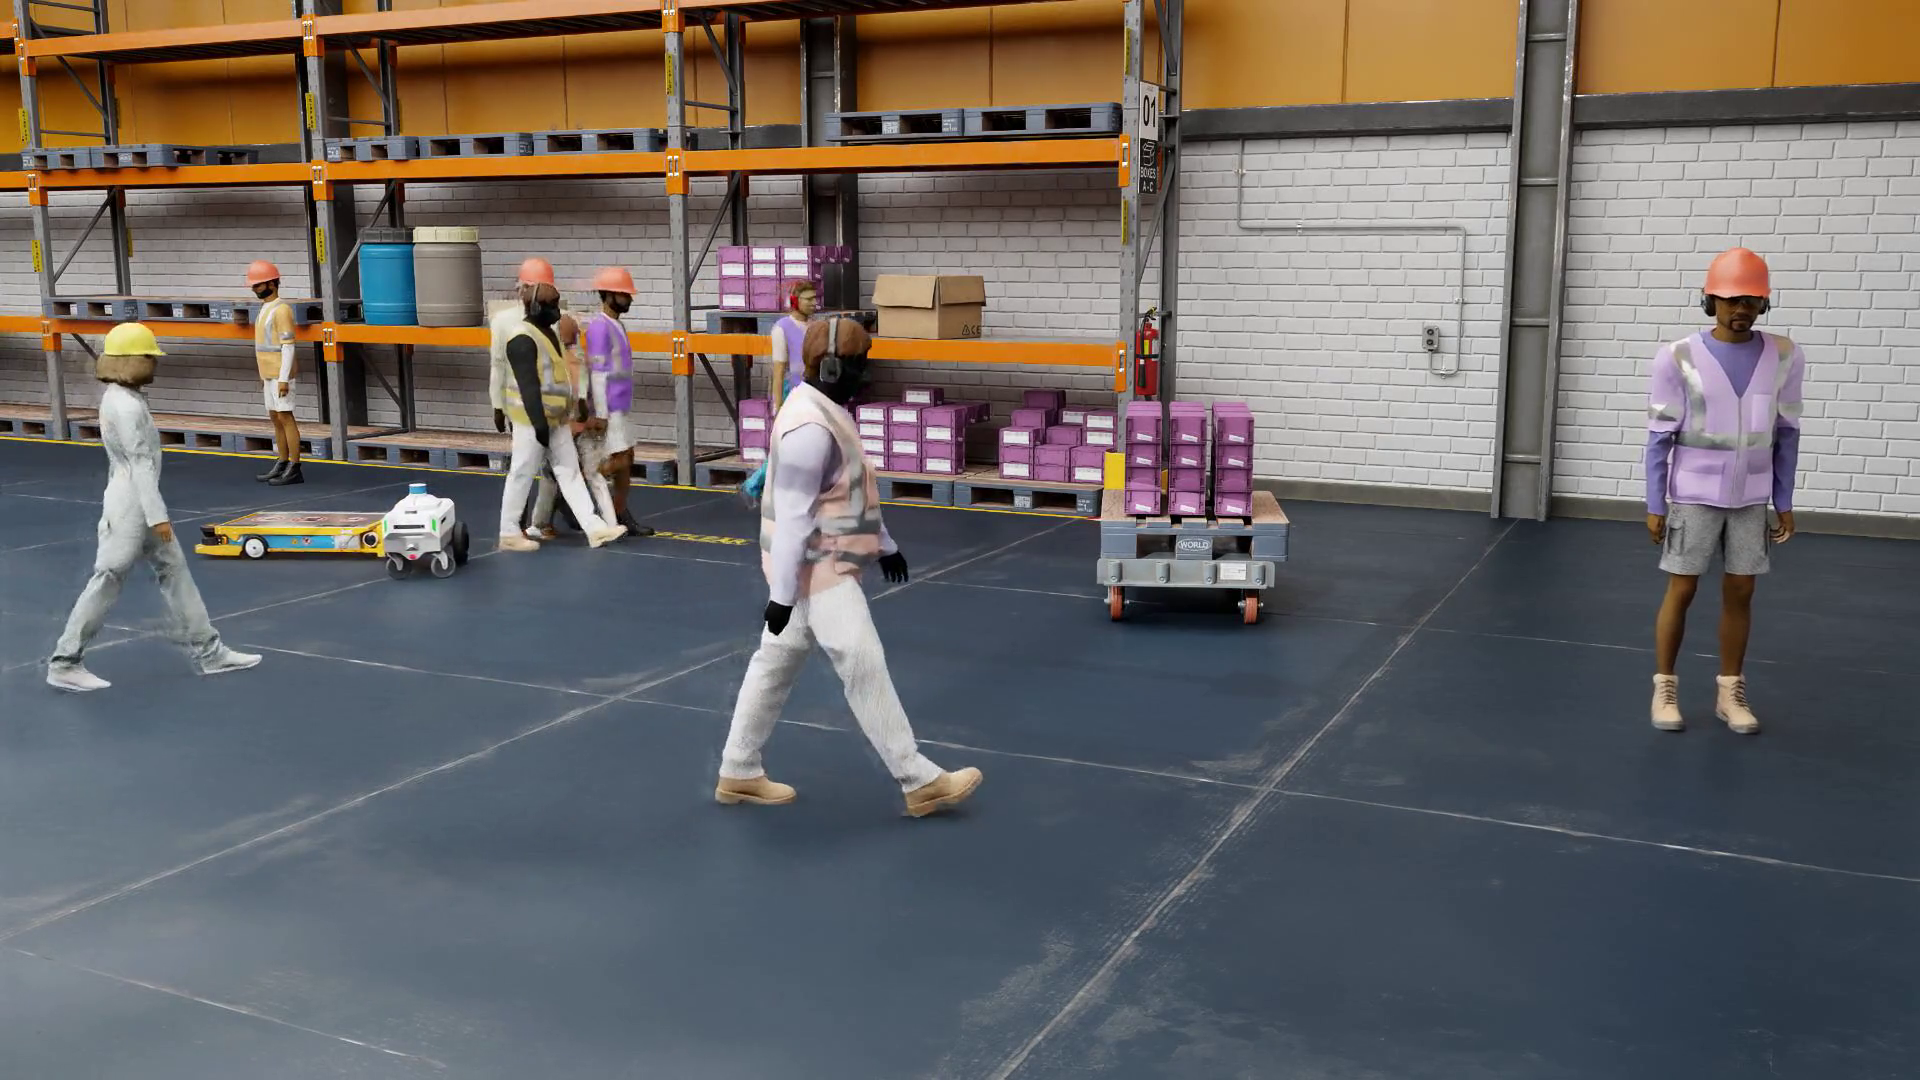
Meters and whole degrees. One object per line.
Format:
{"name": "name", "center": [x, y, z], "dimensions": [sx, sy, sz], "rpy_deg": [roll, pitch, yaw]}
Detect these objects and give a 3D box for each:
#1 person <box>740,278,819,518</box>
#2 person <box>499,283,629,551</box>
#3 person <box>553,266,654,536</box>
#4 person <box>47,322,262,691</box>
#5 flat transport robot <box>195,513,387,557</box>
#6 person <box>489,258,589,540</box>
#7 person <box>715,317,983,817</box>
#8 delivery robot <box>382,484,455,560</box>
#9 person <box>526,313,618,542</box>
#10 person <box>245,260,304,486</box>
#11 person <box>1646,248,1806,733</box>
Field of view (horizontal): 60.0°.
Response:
{"name": "person", "center": [-1.232, -1.012, 12.255], "dimensions": [0.795, 1.822, 0.573], "rpy_deg": [6, 11, 29]}
{"name": "person", "center": [-2.726, -0.806, 11.130], "dimensions": [0.878, 1.795, 0.640], "rpy_deg": [2, 10, 9]}
{"name": "person", "center": [-2.492, -0.951, 11.634], "dimensions": [0.583, 1.914, 0.548], "rpy_deg": [1, 10, 4]}
{"name": "person", "center": [-3.813, -0.154, 7.688], "dimensions": [0.916, 1.695, 0.503], "rpy_deg": [-5, 11, -26]}
{"name": "flat transport robot", "center": [-4.272, -0.047, 11.145], "dimensions": [1.431, 0.197, 0.652], "rpy_deg": [0, 10, 3]}
{"name": "person", "center": [-2.906, -0.949, 11.466], "dimensions": [0.640, 1.962, 0.664], "rpy_deg": [-5, 11, -28]}
{"name": "person", "center": [-0.443, 0.105, 5.930], "dimensions": [0.986, 1.782, 0.629], "rpy_deg": [-1, 10, -5]}
{"name": "delivery robot", "center": [-3.388, -0.110, 10.424], "dimensions": [0.477, 0.478, 0.707], "rpy_deg": [-1, 10, -8]}
{"name": "person", "center": [-2.706, -0.767, 11.548], "dimensions": [0.852, 1.601, 0.523], "rpy_deg": [9, 14, 43]}
{"name": "person", "center": [-5.912, -1.432, 14.326], "dimensions": [0.371, 1.931, 0.543], "rpy_deg": [-8, 13, -39]}
{"name": "person", "center": [3.172, -0.185, 6.919], "dimensions": [0.612, 2.033, 0.435], "rpy_deg": [1, 10, 4]}
